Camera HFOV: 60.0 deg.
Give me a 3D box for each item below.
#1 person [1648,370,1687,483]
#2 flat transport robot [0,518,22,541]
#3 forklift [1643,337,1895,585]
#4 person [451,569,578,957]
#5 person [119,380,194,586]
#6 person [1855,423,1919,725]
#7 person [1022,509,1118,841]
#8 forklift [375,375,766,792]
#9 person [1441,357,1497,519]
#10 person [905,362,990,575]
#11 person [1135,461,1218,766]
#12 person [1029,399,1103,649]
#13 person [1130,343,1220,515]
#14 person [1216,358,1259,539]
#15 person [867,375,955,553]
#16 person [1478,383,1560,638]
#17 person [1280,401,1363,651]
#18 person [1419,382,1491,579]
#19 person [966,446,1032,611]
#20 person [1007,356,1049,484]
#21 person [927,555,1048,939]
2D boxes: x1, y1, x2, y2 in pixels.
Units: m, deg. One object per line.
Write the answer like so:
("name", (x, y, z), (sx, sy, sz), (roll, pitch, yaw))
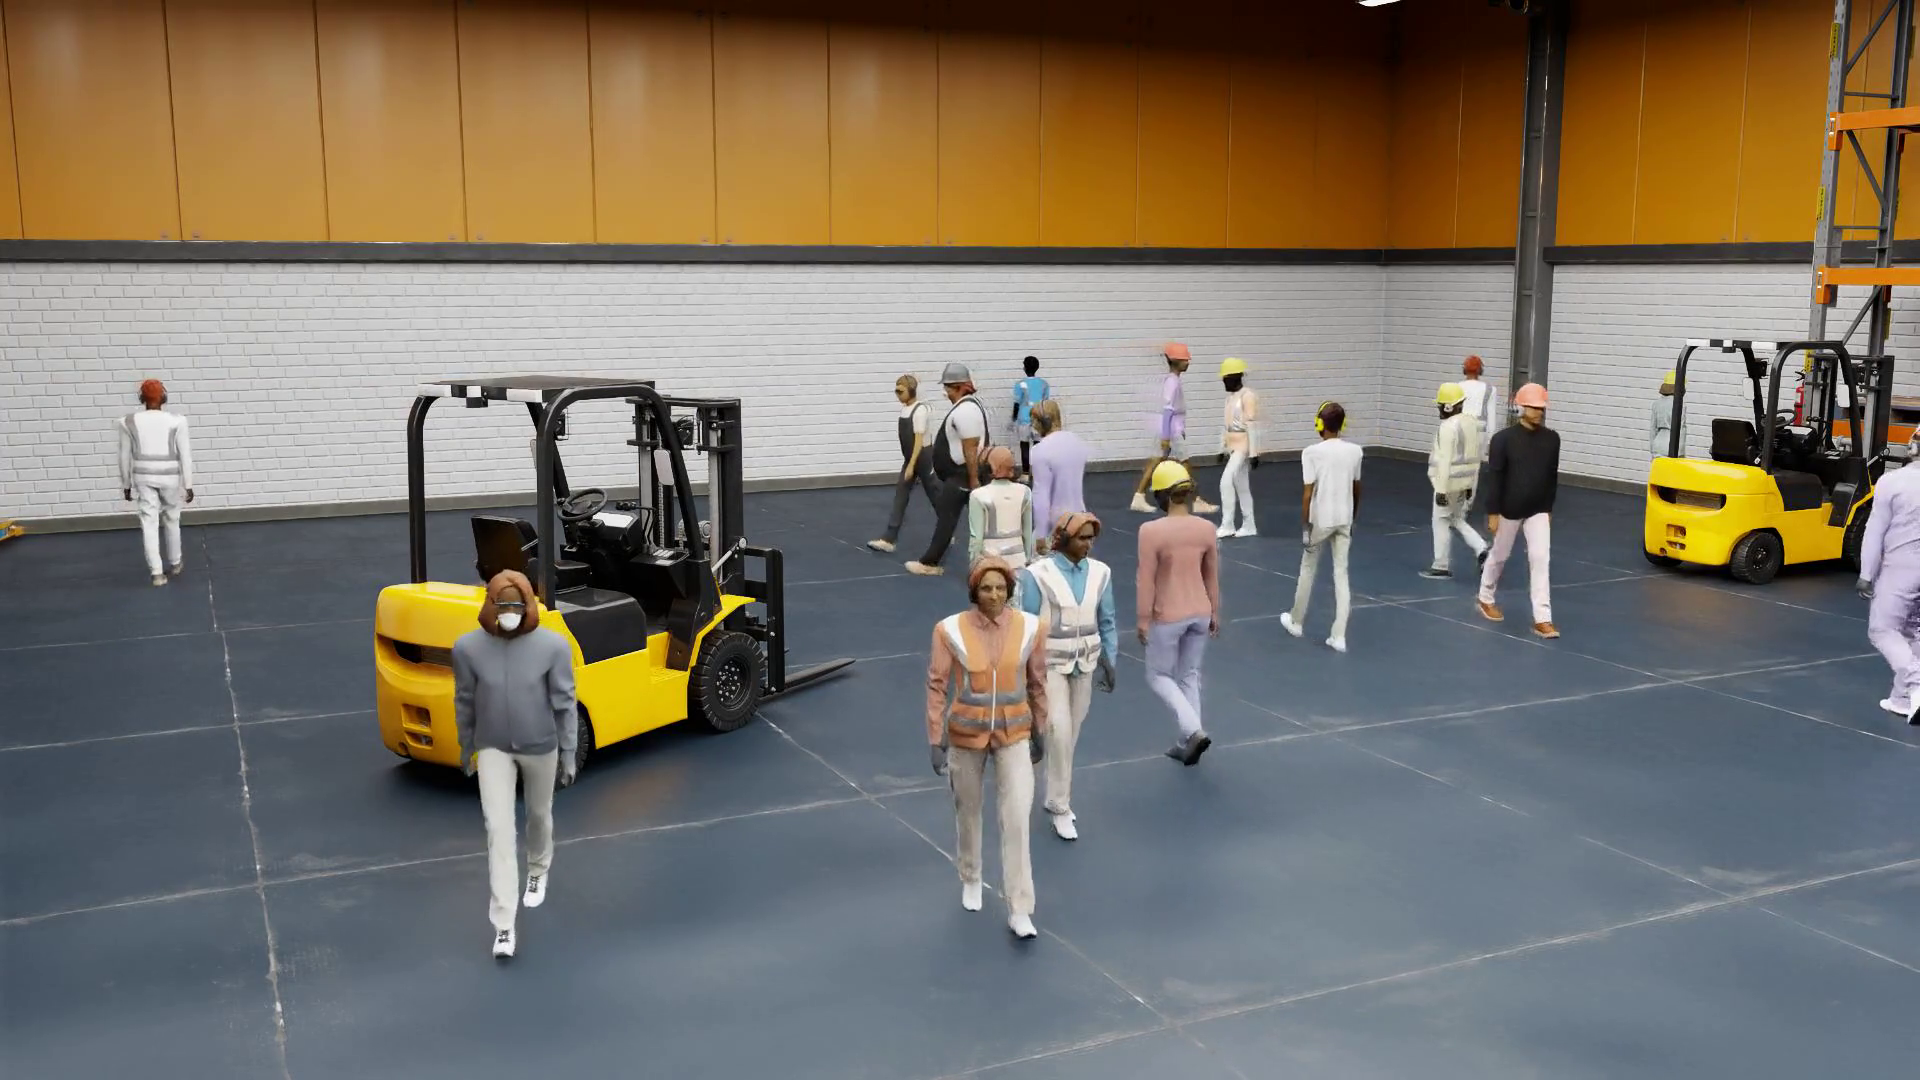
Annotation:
("person", (7.692, -0.973, 18.040), (0.312, 1.744, 0.487), (-3, 10, -17))
("flat transport robot", (-10.081, -0.042, 16.816), (0.652, 0.197, 1.431), (-2, 9, -12))
("forklift", (7.551, -0.789, 15.507), (2.313, 2.155, 1.214), (-4, 10, -25))
("person", (-1.864, 0.885, 7.010), (0.508, 1.570, 0.917), (-2, 9, -10))
("person", (-7.265, -0.533, 15.054), (0.596, 1.829, 0.974), (-3, 10, -20))
("person", (5.909, 0.215, 10.241), (0.653, 1.884, 0.694), (0, 9, -2))
("person", (0.573, 0.662, 8.275), (0.527, 1.610, 0.667), (-5, 10, -27))
("forklift", (-2.268, 0.149, 9.685), (1.214, 2.155, 2.313), (6, 11, 32))
("person", (5.836, -1.190, 19.118), (0.578, 1.832, 0.989), (1, 9, 9))
("person", (0.065, -0.688, 15.352), (1.057, 2.000, 0.693), (1, 9, 7))
("person", (1.239, 0.433, 9.312), (0.559, 1.742, 0.549), (-5, 10, -28))
("person", (0.742, -0.105, 12.290), (1.014, 1.874, 0.645), (8, 12, 41))
("person", (2.453, -1.277, 19.180), (1.042, 1.992, 0.627), (1, 9, 4))
("person", (2.820, -0.952, 17.424), (0.735, 1.894, 0.605), (-2, 9, -10))
("person", (-0.441, -0.754, 16.606), (1.008, 1.787, 0.537), (-6, 11, -32))
("person", (4.378, -0.261, 13.001), (0.634, 1.947, 1.039), (-1, 9, -9))
("person", (2.742, -0.125, 12.523), (0.521, 1.833, 0.835), (-1, 9, -9))
("person", (4.498, -0.518, 15.008), (0.589, 1.812, 0.587), (7, 12, 39))
("person", (0.269, 0.184, 11.194), (0.523, 1.636, 0.310), (-6, 11, -34))
("person", (0.924, -1.580, 21.958), (0.555, 1.697, 0.321), (-5, 11, -30))
("person", (0.129, 0.872, 7.030), (0.538, 1.600, 0.824), (-1, 9, -7))
